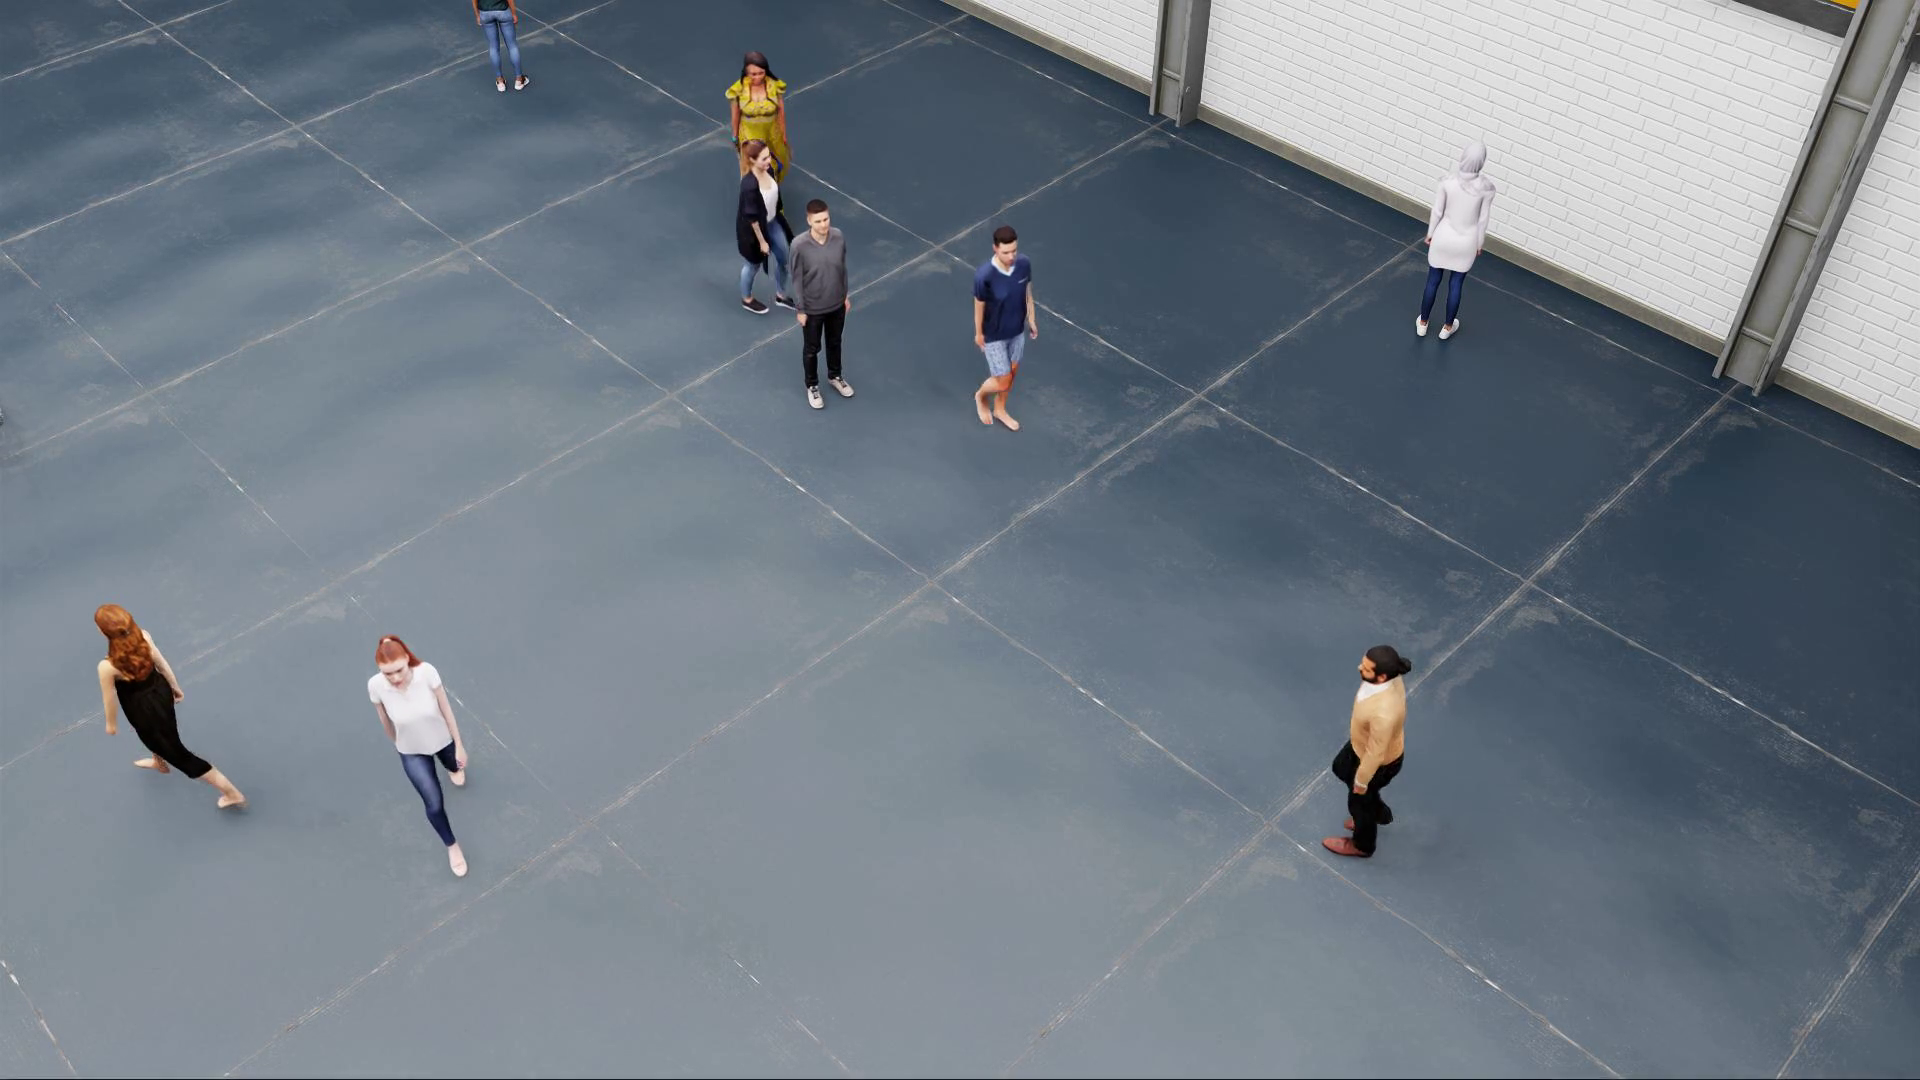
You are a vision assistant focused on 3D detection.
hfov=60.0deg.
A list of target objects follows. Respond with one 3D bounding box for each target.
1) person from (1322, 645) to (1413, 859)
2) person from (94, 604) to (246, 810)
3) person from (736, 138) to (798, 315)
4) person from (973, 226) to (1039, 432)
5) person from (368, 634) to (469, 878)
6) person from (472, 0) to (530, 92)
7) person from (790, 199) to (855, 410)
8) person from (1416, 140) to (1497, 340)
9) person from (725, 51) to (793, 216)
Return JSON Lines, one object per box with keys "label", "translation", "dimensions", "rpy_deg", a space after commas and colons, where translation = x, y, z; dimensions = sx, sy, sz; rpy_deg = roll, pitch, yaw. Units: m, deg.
{"label": "person", "translation": [2.461, 1.227, 9.601], "dimensions": [0.873, 1.734, 0.838], "rpy_deg": [5, 44, 5]}
{"label": "person", "translation": [-4.746, 1.040, 9.908], "dimensions": [1.169, 1.580, 0.949], "rpy_deg": [10, 44, 10]}
{"label": "person", "translation": [-1.721, -2.572, 13.642], "dimensions": [0.858, 1.660, 0.782], "rpy_deg": [18, 47, 18]}
{"label": "person", "translation": [0.272, -1.628, 12.529], "dimensions": [0.658, 1.829, 0.700], "rpy_deg": [-29, 51, -27]}
{"label": "person", "translation": [-3.113, 1.123, 9.730], "dimensions": [0.835, 1.706, 1.183], "rpy_deg": [-18, 46, -18]}
{"label": "person", "translation": [-4.609, -5.239, 16.475], "dimensions": [0.714, 1.614, 0.766], "rpy_deg": [-3, 44, -3]}
{"label": "person", "translation": [-1.062, -1.839, 12.800], "dimensions": [0.670, 1.760, 0.624], "rpy_deg": [-22, 48, -21]}
{"label": "person", "translation": [3.979, -2.402, 13.380], "dimensions": [0.595, 1.775, 0.738], "rpy_deg": [16, 46, 16]}
{"label": "person", "translation": [-1.789, -3.608, 14.750], "dimensions": [1.073, 1.632, 1.319], "rpy_deg": [-15, 46, -15]}
